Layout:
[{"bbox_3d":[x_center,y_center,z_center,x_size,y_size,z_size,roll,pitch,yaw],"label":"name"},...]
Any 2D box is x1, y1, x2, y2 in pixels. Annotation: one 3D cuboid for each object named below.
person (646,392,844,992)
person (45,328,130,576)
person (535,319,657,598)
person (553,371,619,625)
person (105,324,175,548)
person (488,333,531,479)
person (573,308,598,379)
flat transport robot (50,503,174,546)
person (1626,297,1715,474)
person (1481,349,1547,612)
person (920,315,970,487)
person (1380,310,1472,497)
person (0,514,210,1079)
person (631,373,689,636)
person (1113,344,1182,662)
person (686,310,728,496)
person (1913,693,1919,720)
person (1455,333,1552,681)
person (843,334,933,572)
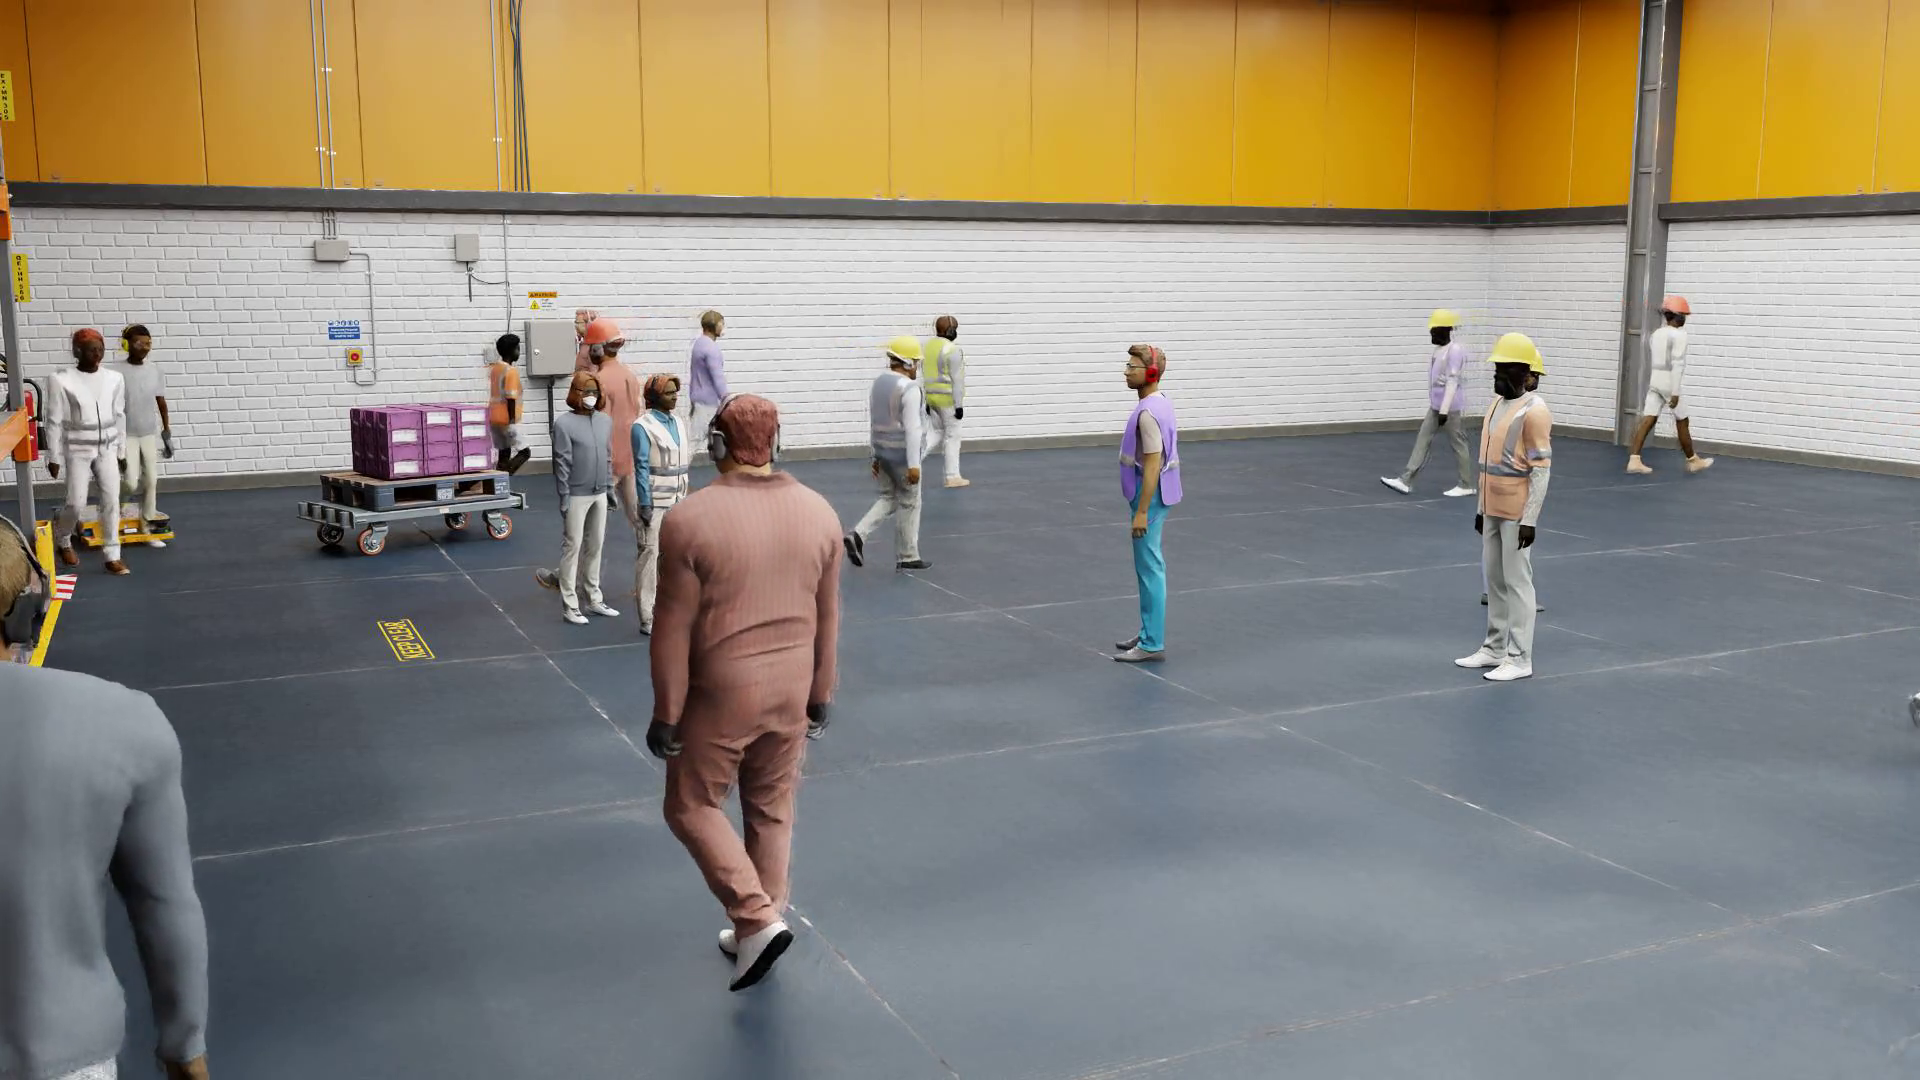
[{"bbox_3d":[-0.660,0.484,5.225,0.671,1.893,0.542,-7,12,-38],"label":"person"},{"bbox_3d":[-6.583,-0.665,12.476,0.714,1.864,0.596,6,11,34],"label":"person"},{"bbox_3d":[-2.461,-0.550,11.512,1.014,1.937,0.657,3,10,19],"label":"person"},{"bbox_3d":[-2.415,-0.280,10.784,0.286,1.631,0.502,6,11,31],"label":"person"},{"bbox_3d":[-6.765,-0.845,13.646,0.503,1.846,0.547,6,11,34],"label":"person"},{"bbox_3d":[-4.332,-1.135,15.955,0.365,1.685,0.539,-7,12,-38],"label":"person"},{"bbox_3d":[-3.738,-1.436,17.154,0.487,1.893,0.665,-3,10,-20],"label":"person"},{"bbox_3d":[-7.246,-0.149,14.183,0.652,0.197,1.431,-7,12,-39],"label":"flat transport robot"},{"bbox_3d":[7.952,-1.715,18.595,1.067,1.982,0.635,-2,9,-12],"label":"person"},{"bbox_3d":[3.731,-0.402,11.151,0.327,1.761,0.522,-3,10,-18],"label":"person"},{"bbox_3d":[-0.222,-1.451,17.490,0.610,1.826,0.626,-6,11,-35],"label":"person"},{"bbox_3d":[4.758,-1.357,16.690,0.954,1.876,0.612,-1,9,-7],"label":"person"},{"bbox_3d":[-1.584,0.901,2.739,0.675,1.889,0.962,-5,11,-29],"label":"person"},{"bbox_3d":[-1.862,-0.225,10.413,0.313,1.642,0.513,4,10,24],"label":"person"},{"bbox_3d":[1.100,-0.212,9.687,0.382,1.849,0.571,2,9,9],"label":"person"},{"bbox_3d":[-2.505,-1.360,16.727,1.040,1.888,0.631,-3,10,-15],"label":"person"},{"bbox_3d":[4.808,0.239,7.646,0.527,1.604,0.538,1,9,6],"label":"person"},{"bbox_3d":[3.041,-0.183,9.267,0.366,1.926,0.594,-2,9,-10],"label":"person"},{"bbox_3d":[-0.515,-0.630,12.414,0.639,1.812,0.588,-6,11,-34],"label":"person"}]
